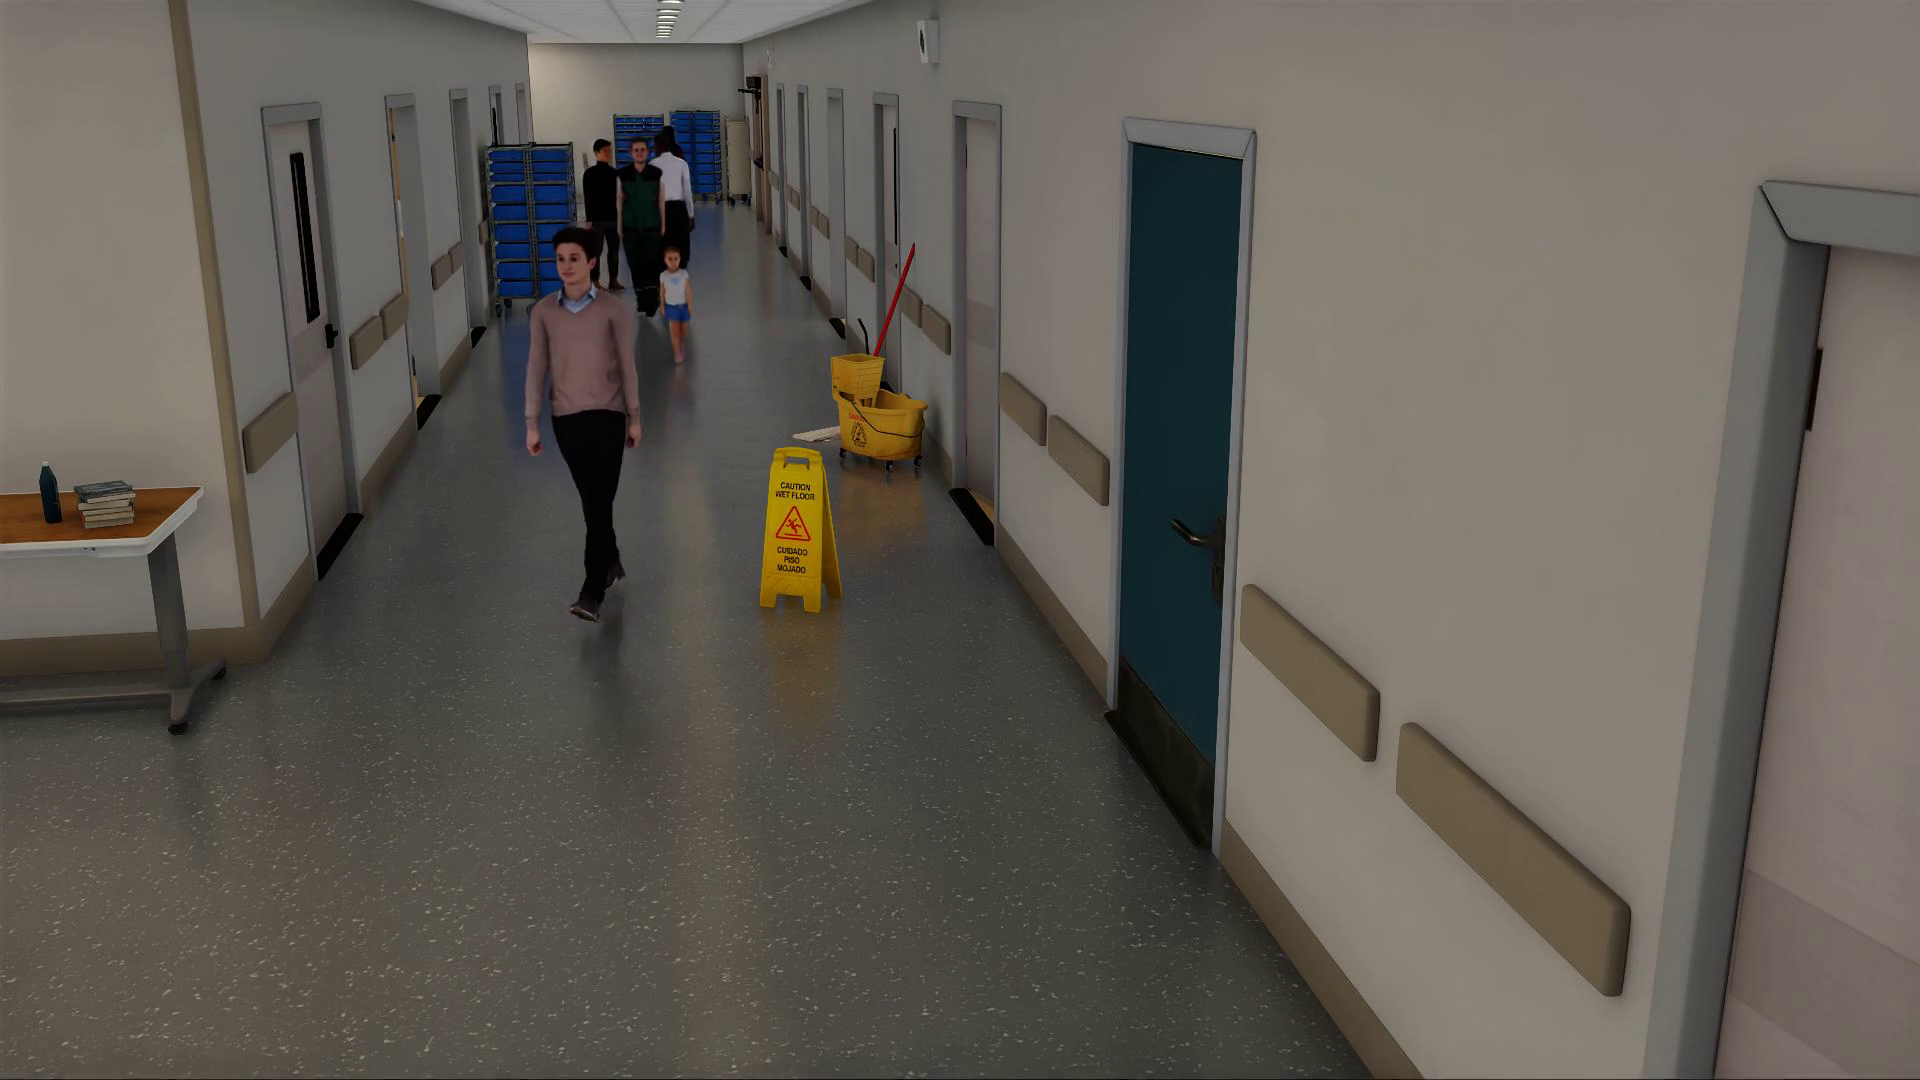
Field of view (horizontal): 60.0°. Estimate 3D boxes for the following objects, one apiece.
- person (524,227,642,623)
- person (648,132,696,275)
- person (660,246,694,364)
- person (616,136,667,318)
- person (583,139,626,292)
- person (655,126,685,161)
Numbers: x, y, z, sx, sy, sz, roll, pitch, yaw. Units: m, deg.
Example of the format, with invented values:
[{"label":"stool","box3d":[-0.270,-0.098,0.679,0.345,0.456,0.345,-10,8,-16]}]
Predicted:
[{"label":"person","box3d":[-1.713,-0.540,7.766,0.840,1.757,1.234,1,16,3]},{"label":"person","box3d":[-3.198,-3.520,18.245,0.766,1.806,1.081,0,16,1]},{"label":"person","box3d":[-2.470,-2.060,14.537,0.447,1.008,0.708,-4,16,-13]},{"label":"person","box3d":[-3.277,-3.188,17.083,0.683,1.793,1.122,-2,16,-6]},{"label":"person","box3d":[-4.122,-3.751,19.224,0.723,1.720,0.728,-14,21,-41]},{"label":"person","box3d":[-4.485,-5.591,25.868,0.617,1.655,0.557,0,16,-1]}]
